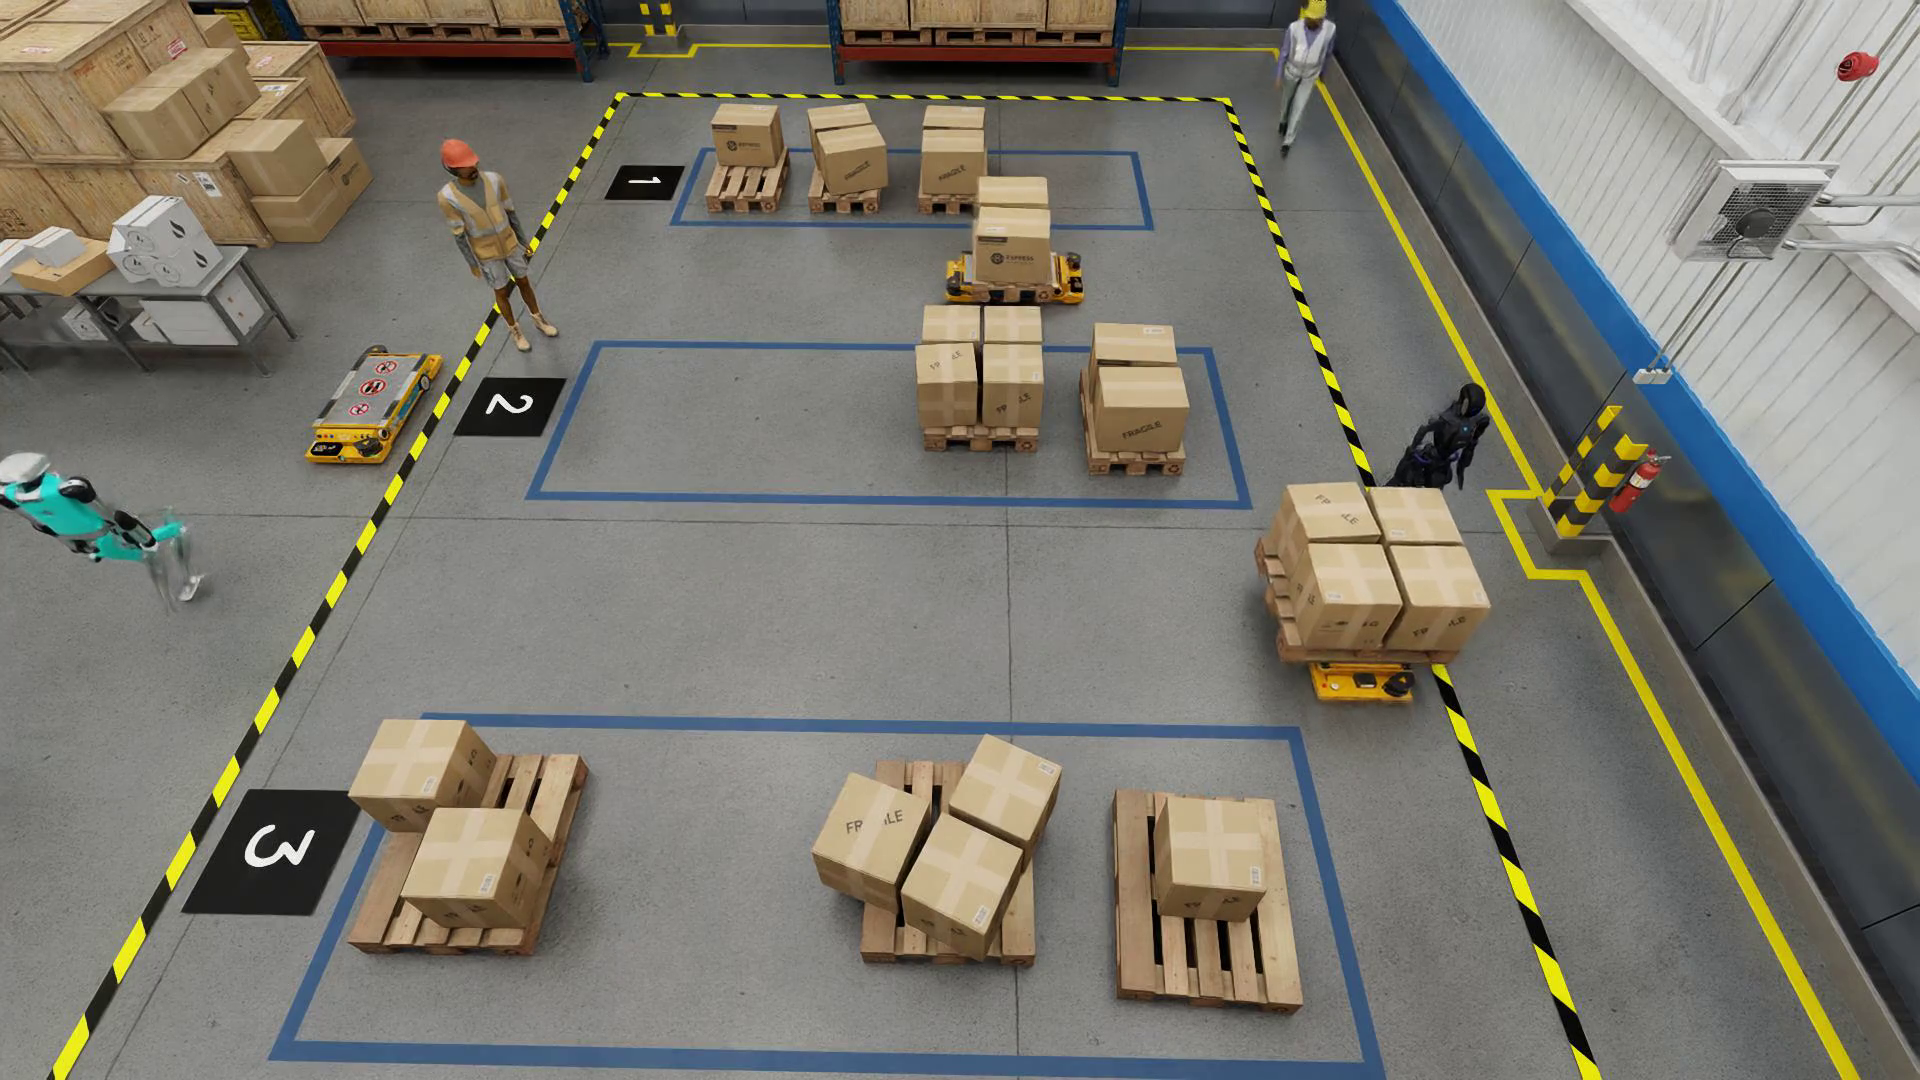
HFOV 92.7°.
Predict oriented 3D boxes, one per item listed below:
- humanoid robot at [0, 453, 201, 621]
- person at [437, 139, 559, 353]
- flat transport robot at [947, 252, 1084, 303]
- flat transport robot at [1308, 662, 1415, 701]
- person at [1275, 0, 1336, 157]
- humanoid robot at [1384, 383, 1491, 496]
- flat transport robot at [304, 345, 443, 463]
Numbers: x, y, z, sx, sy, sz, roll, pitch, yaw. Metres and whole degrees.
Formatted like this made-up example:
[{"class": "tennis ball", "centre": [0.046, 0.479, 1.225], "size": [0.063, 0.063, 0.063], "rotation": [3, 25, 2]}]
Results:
[{"class": "humanoid robot", "centre": [-5.916, -0.095, 6.502], "size": [0.560, 1.800, 0.798], "rotation": [-7, 50, -6]}, {"class": "person", "centre": [-4.286, -2.700, 8.487], "size": [0.357, 2.047, 0.611], "rotation": [35, 58, 26]}, {"class": "flat transport robot", "centre": [0.581, -2.795, 9.714], "size": [1.431, 0.197, 0.652], "rotation": [1, 50, 1]}, {"class": "flat transport robot", "centre": [2.876, 0.541, 6.891], "size": [0.652, 0.197, 1.431], "rotation": [1, 50, 1]}, {"class": "person", "centre": [4.188, -5.744, 11.245], "size": [0.615, 1.771, 0.985], "rotation": [15, 51, 12]}, {"class": "humanoid robot", "centre": [3.527, -0.523, 6.887], "size": [0.614, 1.642, 0.401], "rotation": [-7, 50, -6]}, {"class": "flat transport robot", "centre": [-5.383, -1.269, 8.441], "size": [0.659, 0.231, 1.431], "rotation": [1, 50, 1]}]
